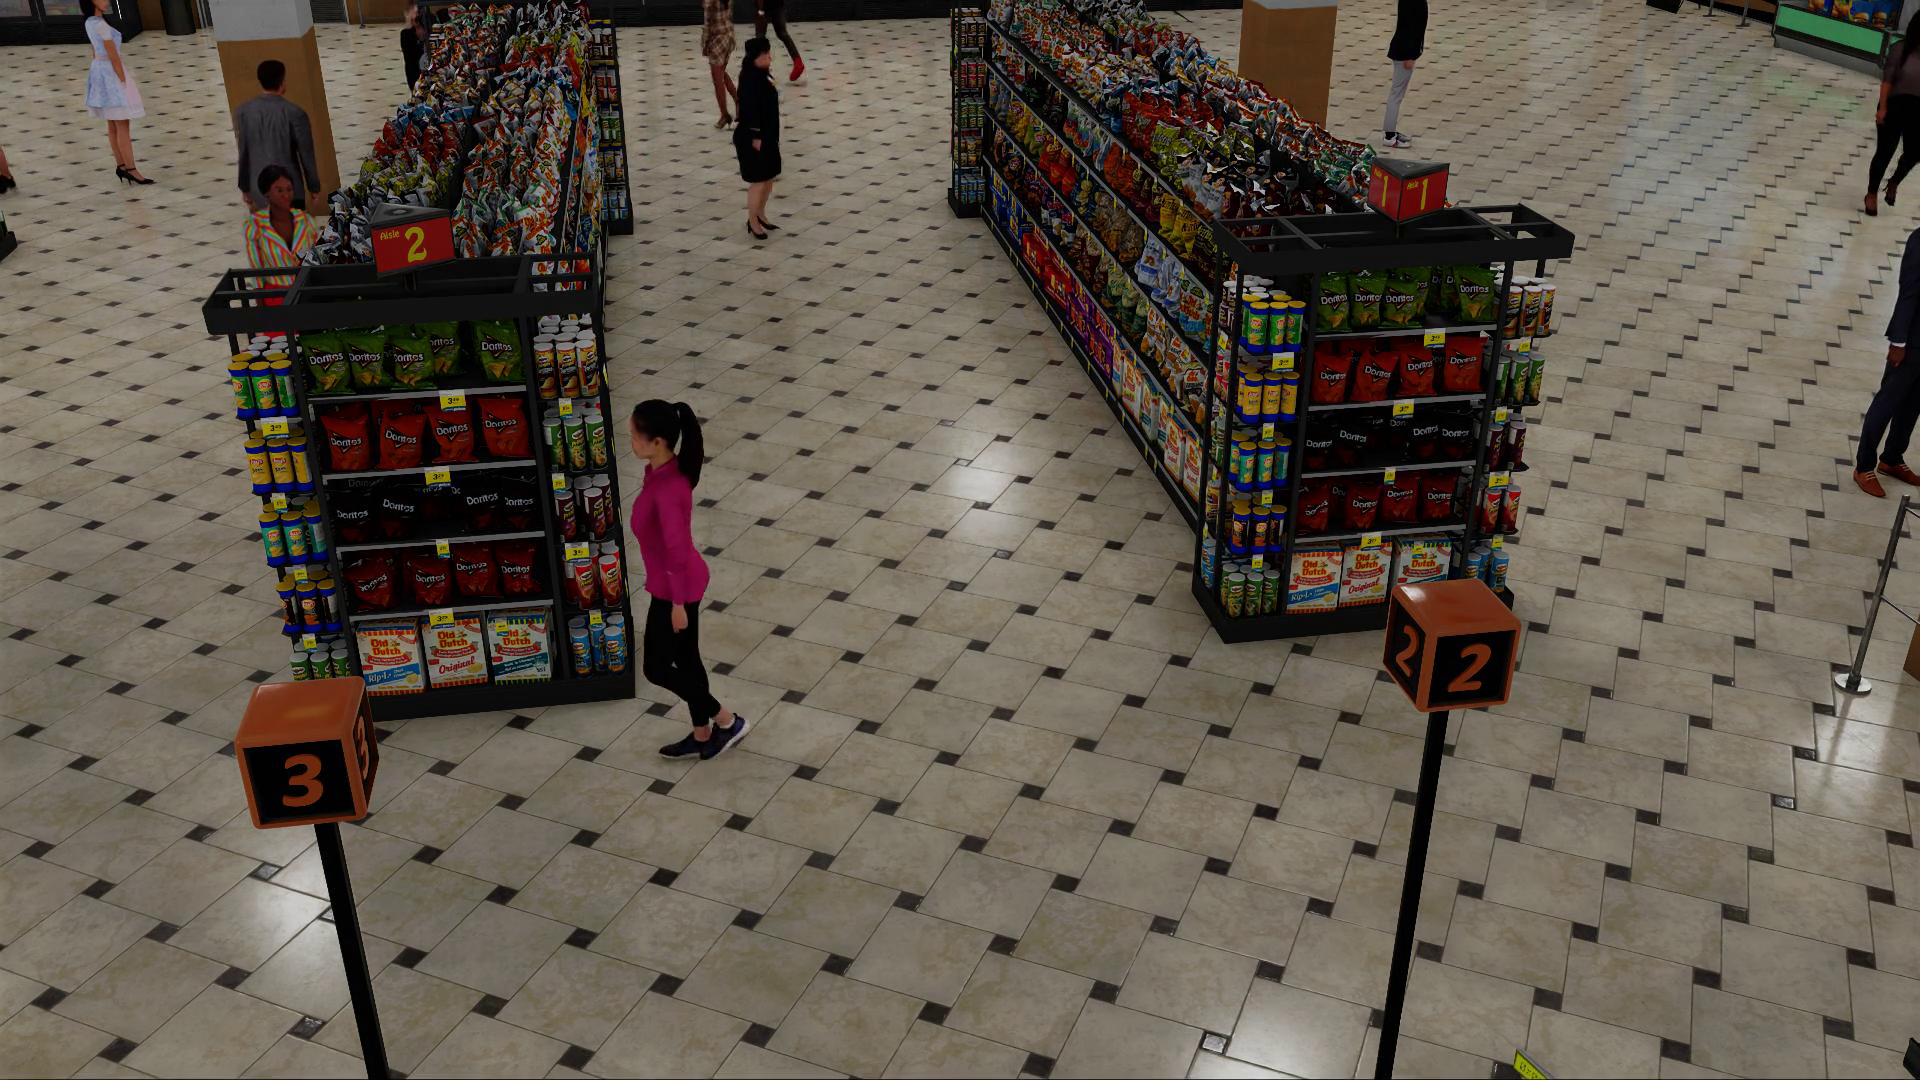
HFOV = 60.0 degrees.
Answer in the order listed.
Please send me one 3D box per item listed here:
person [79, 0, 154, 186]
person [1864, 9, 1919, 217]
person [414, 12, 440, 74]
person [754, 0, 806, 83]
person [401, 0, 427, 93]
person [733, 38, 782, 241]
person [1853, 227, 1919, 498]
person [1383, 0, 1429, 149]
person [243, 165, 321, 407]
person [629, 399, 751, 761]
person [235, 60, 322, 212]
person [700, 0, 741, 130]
[{"bbox_3d":[-7.980,-4.266,15.656,0.910,1.810,0.838,-23,35,-38],"label":"person"},{"bbox_3d":[8.292,-3.792,14.699,0.746,1.830,0.780,4,27,7],"label":"person"},{"bbox_3d":[-4.592,-3.899,15.041,0.834,1.712,0.730,-19,32,-32],"label":"person"},{"bbox_3d":[-2.188,-6.362,19.833,1.077,1.771,1.273,-23,35,-37],"label":"person"},{"bbox_3d":[-5.052,-4.276,15.816,0.769,1.683,0.690,12,29,23],"label":"person"},{"bbox_3d":[-1.705,-3.382,14.073,0.876,1.665,0.728,13,30,24],"label":"person"},{"bbox_3d":[5.519,-1.169,9.533,0.753,1.824,0.676,-11,29,-21],"label":"person"},{"bbox_3d":[4.557,-5.037,17.024,0.854,1.948,0.713,8,28,15],"label":"person"},{"bbox_3d":[-3.993,-1.359,9.947,0.730,1.787,0.734,-20,33,-34],"label":"person"},{"bbox_3d":[-1.099,0.204,6.972,0.655,1.691,0.587,-3,27,-6],"label":"person"},{"bbox_3d":[-5.023,-2.522,12.189,0.804,1.834,0.878,2,27,3],"label":"person"},{"bbox_3d":[-2.465,-5.216,17.561,0.815,1.780,0.753,13,30,25],"label":"person"}]
